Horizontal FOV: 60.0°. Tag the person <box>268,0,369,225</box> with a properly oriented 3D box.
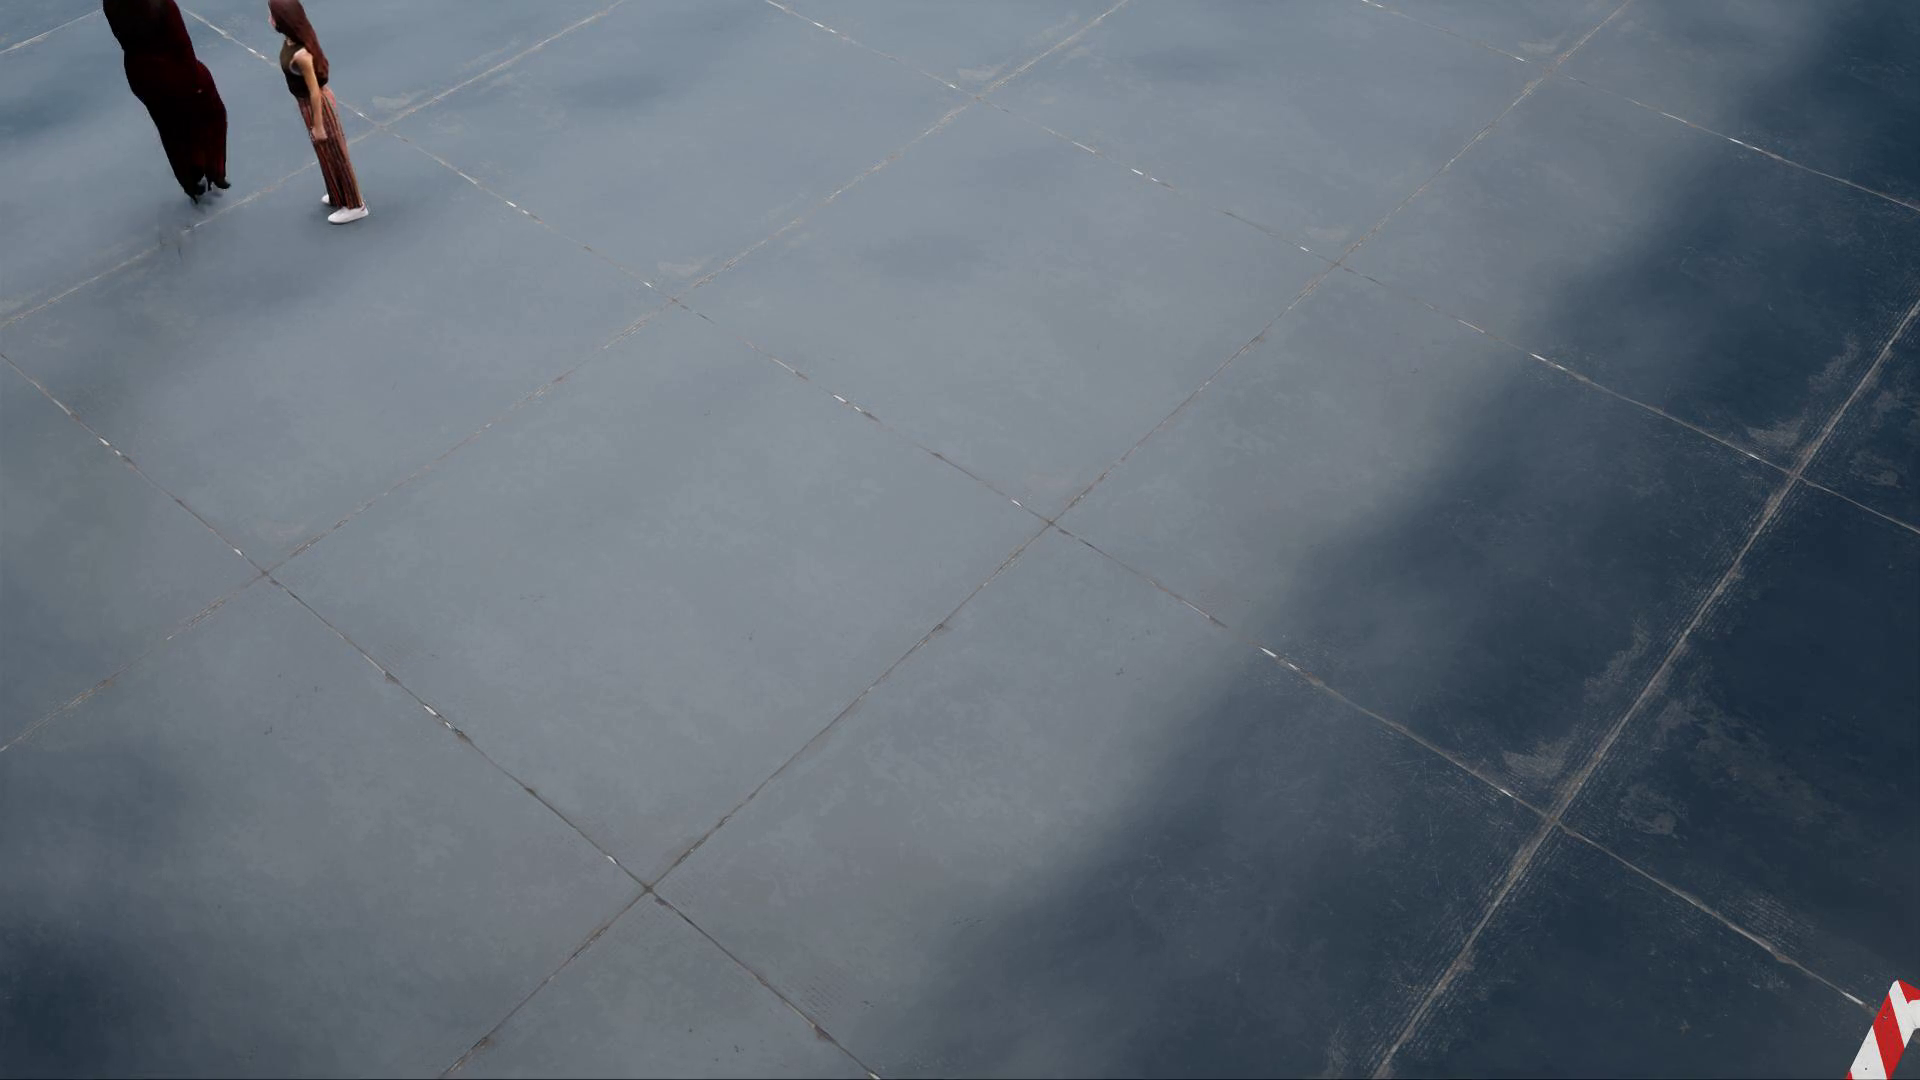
[{"bbox_3d":[-4.069,-2.747,10.541,0.698,1.563,0.594,-18,50,-16],"label":"person"}]

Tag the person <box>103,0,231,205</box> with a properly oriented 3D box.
[{"bbox_3d":[-5.048,-2.864,10.525,0.781,1.744,0.856,1,47,1],"label":"person"}]
